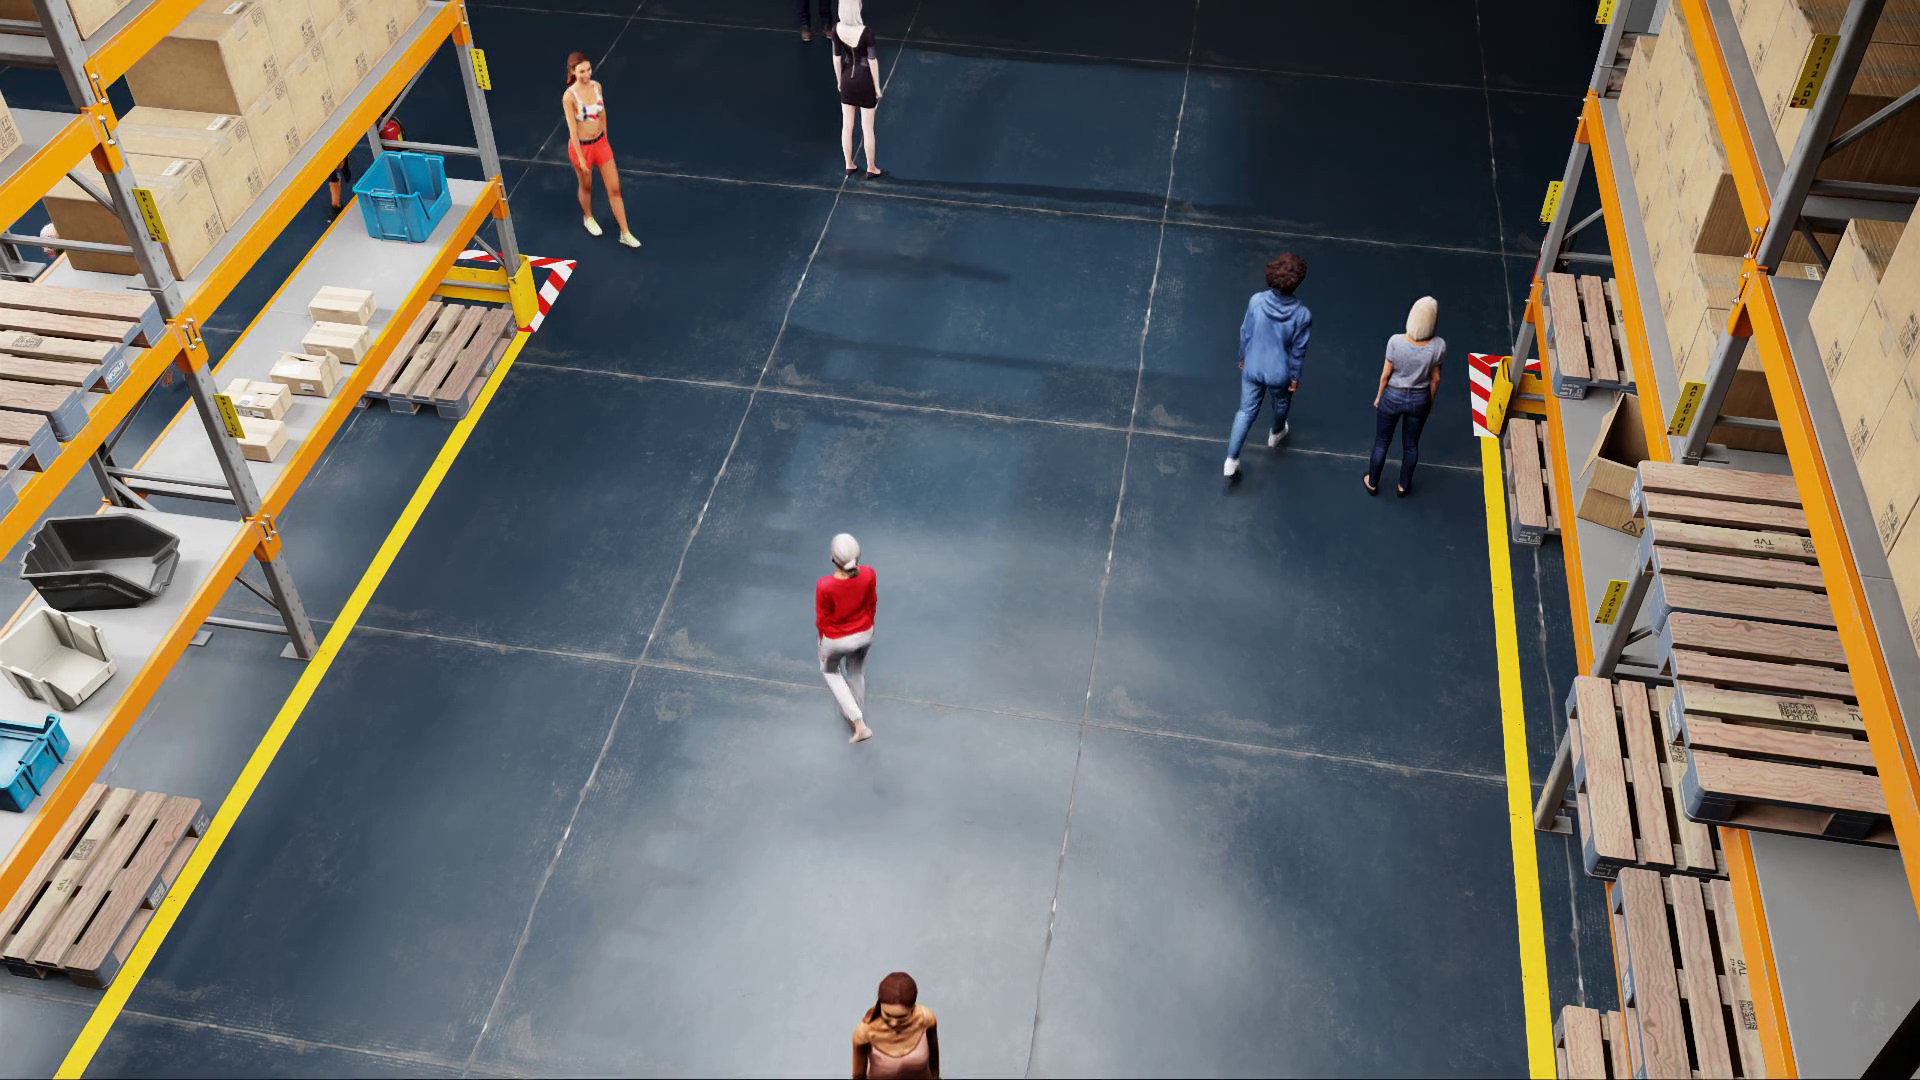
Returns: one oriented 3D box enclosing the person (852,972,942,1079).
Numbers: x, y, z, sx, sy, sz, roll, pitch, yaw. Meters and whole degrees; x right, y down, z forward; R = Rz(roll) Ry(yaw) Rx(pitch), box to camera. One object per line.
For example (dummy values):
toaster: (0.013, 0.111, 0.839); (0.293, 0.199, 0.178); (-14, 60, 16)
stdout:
person: (-0.305, 2.600, 7.971); (0.662, 1.832, 0.666); (-12, 45, -13)

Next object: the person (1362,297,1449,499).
person: (3.172, -1.003, 11.831); (0.569, 1.723, 0.498); (6, 44, 6)

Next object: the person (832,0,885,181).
person: (-0.925, -4.093, 14.998); (0.618, 1.830, 0.564); (15, 46, 15)

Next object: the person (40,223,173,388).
person: (-6.455, -1.677, 12.548); (0.733, 1.711, 0.915); (16, 46, 16)

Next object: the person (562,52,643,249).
person: (-3.239, -3.388, 14.307); (0.999, 1.762, 1.003); (-30, 51, -28)

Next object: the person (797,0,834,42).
person: (-1.537, -6.034, 17.028); (0.857, 1.841, 0.848); (-12, 45, -12)

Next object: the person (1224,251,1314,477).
person: (2.200, -1.214, 12.015); (0.928, 1.776, 1.231); (20, 47, 20)

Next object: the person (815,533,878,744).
person: (-0.655, 0.653, 10.120); (0.770, 1.685, 0.848); (-20, 47, -20)
